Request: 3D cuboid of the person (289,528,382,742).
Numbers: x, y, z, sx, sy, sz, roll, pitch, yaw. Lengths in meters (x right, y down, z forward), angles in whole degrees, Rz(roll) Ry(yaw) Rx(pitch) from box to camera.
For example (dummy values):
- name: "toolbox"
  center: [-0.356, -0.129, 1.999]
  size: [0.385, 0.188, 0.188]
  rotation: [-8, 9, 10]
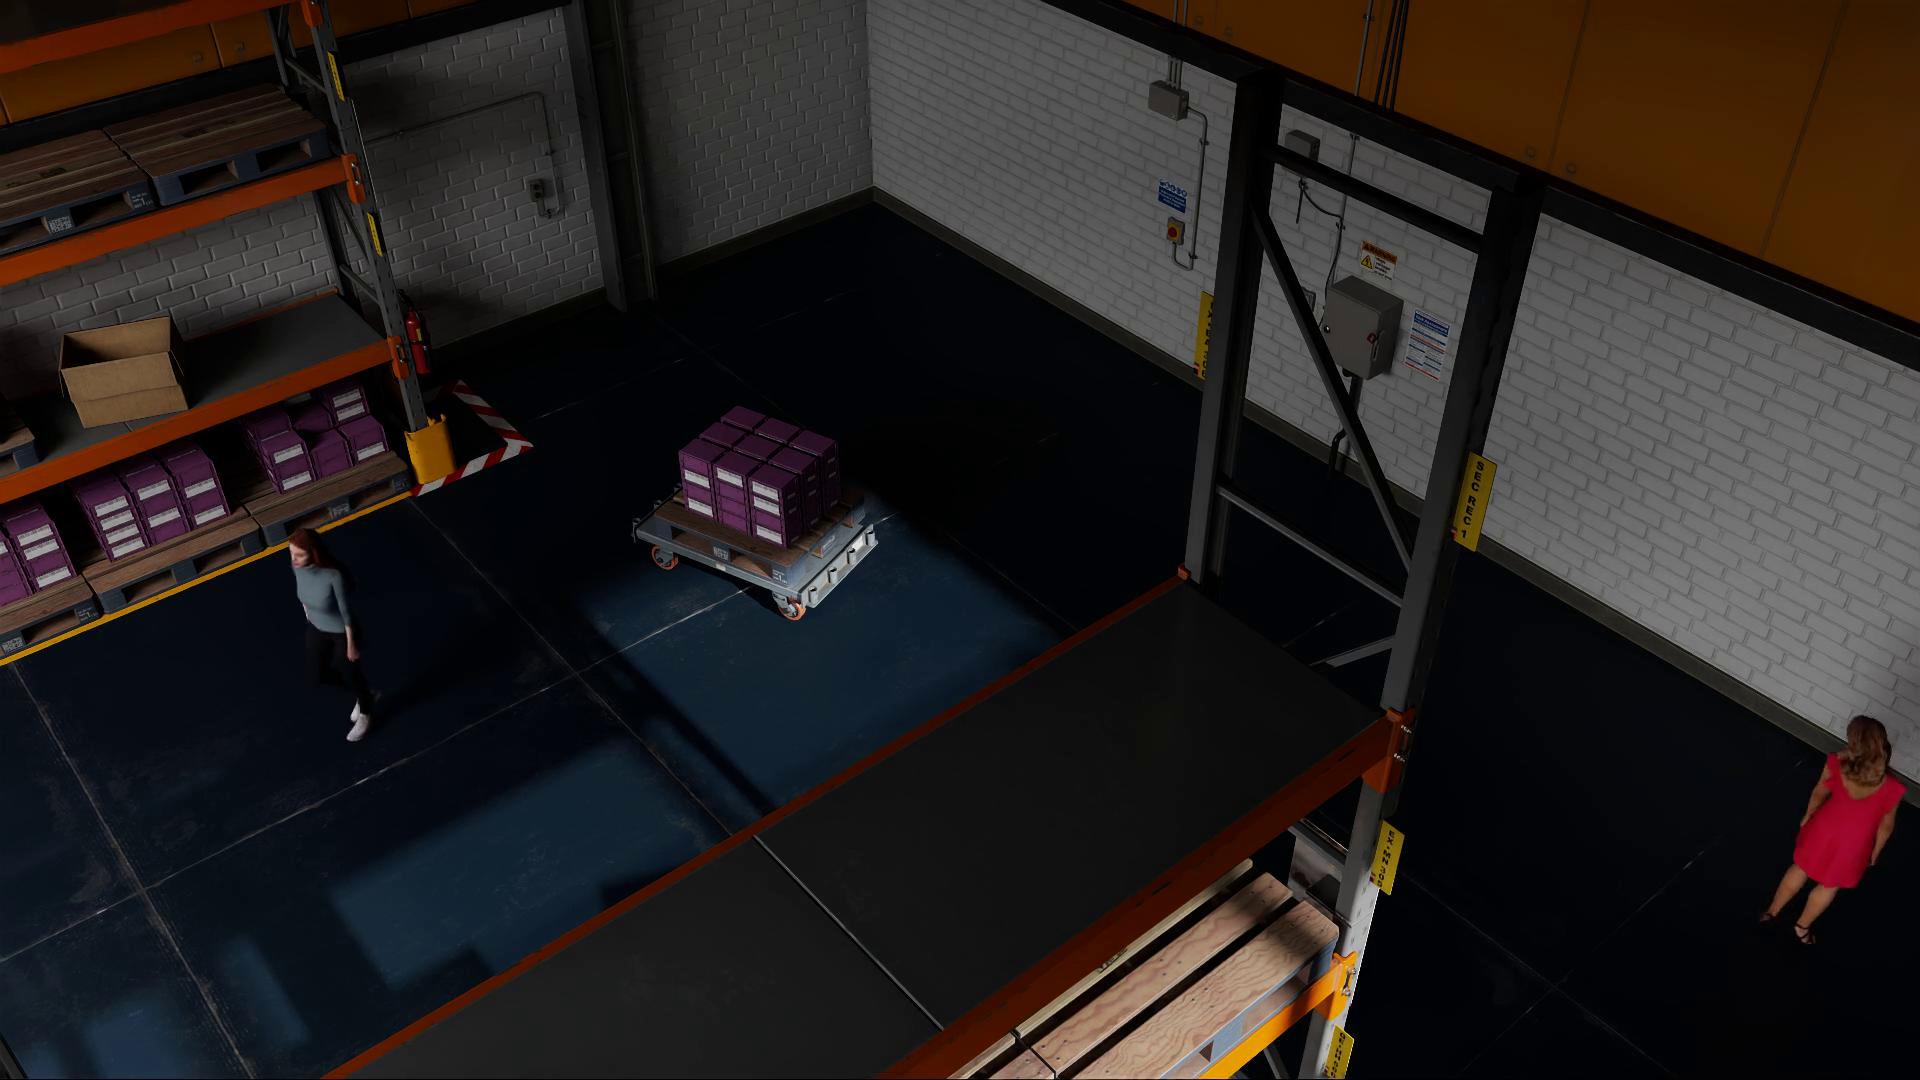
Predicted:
- name: "person"
  center: [-3.974, 0.560, 10.737]
  size: [0.714, 1.732, 0.746]
  rotation: [17, 42, 21]

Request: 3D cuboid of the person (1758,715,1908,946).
- name: "person"
  center: [4.954, 1.682, 9.354]
  size: [0.569, 1.706, 0.607]
  rotation: [-15, 41, -18]
